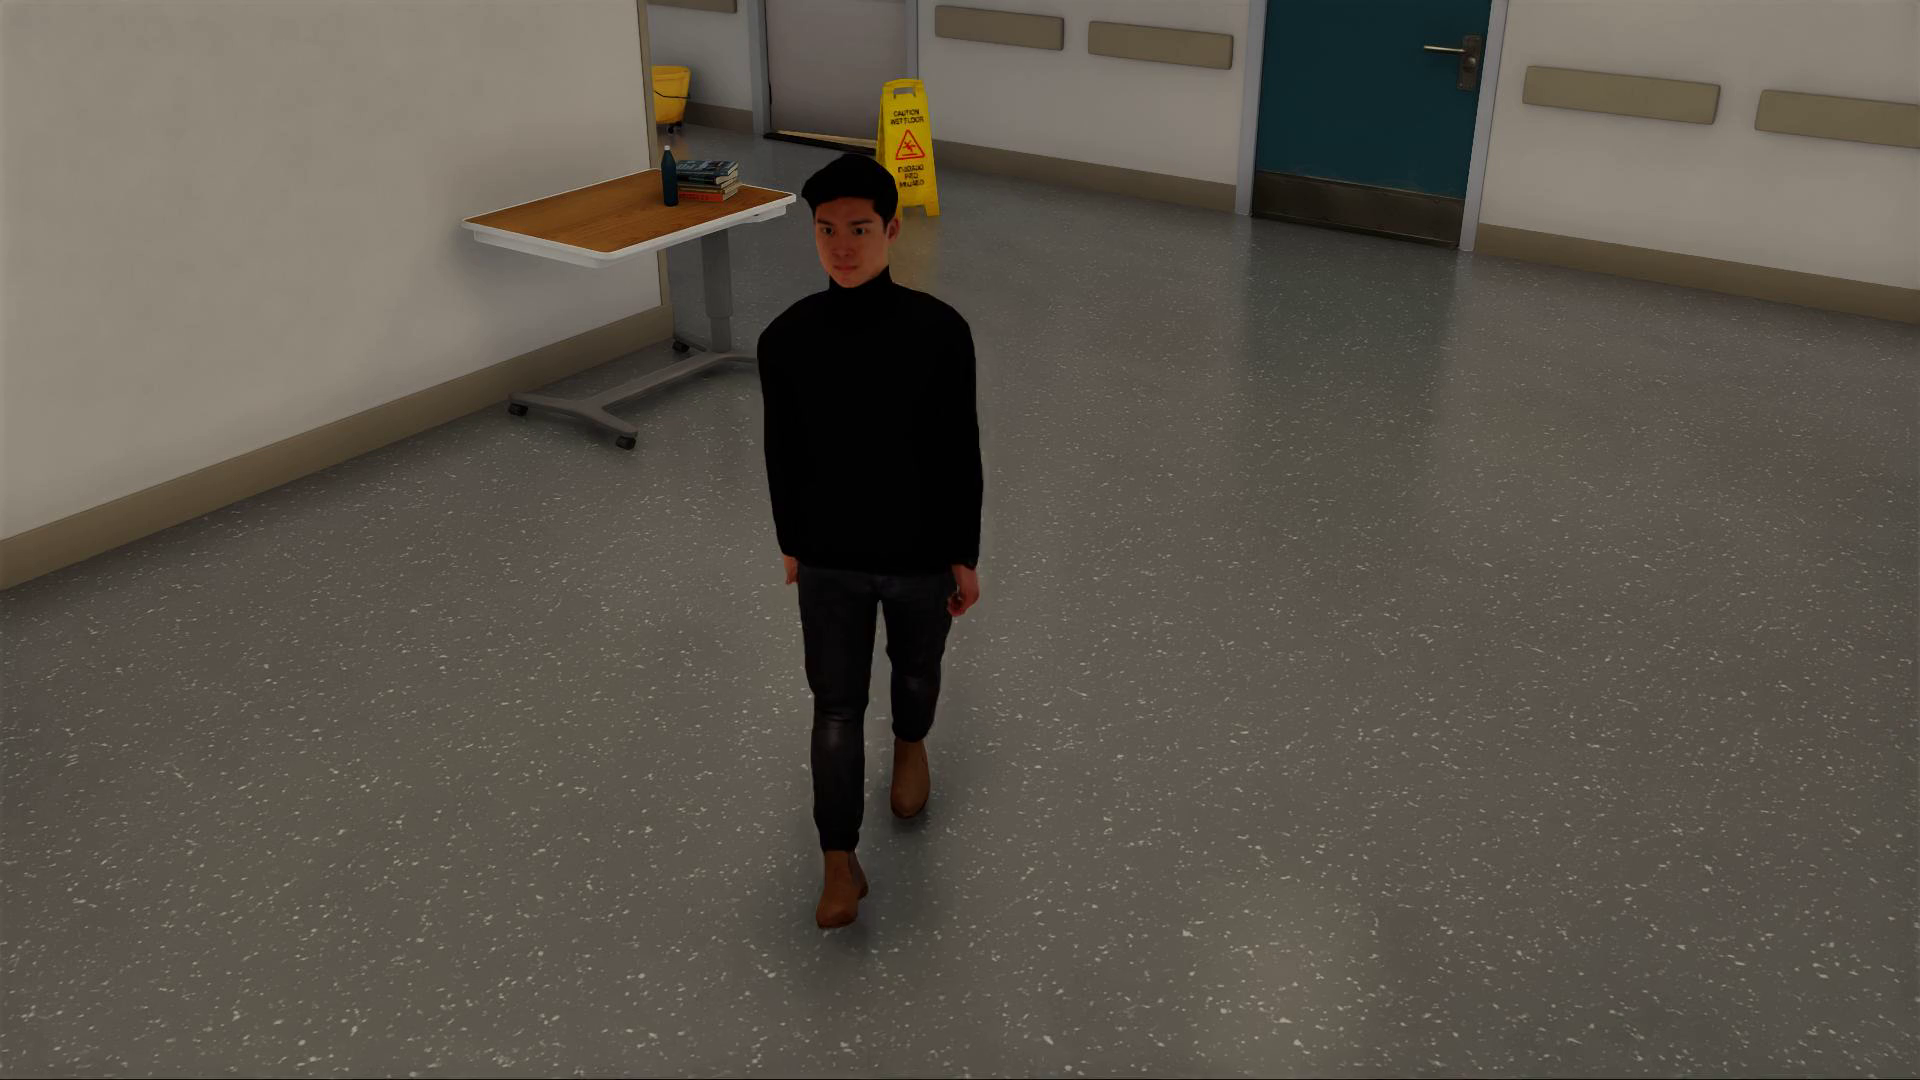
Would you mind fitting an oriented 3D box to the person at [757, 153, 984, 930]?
[{"bbox_3d":[-0.174,-0.028,3.842,1.113,1.683,1.083,0,26,1],"label":"person"}]
